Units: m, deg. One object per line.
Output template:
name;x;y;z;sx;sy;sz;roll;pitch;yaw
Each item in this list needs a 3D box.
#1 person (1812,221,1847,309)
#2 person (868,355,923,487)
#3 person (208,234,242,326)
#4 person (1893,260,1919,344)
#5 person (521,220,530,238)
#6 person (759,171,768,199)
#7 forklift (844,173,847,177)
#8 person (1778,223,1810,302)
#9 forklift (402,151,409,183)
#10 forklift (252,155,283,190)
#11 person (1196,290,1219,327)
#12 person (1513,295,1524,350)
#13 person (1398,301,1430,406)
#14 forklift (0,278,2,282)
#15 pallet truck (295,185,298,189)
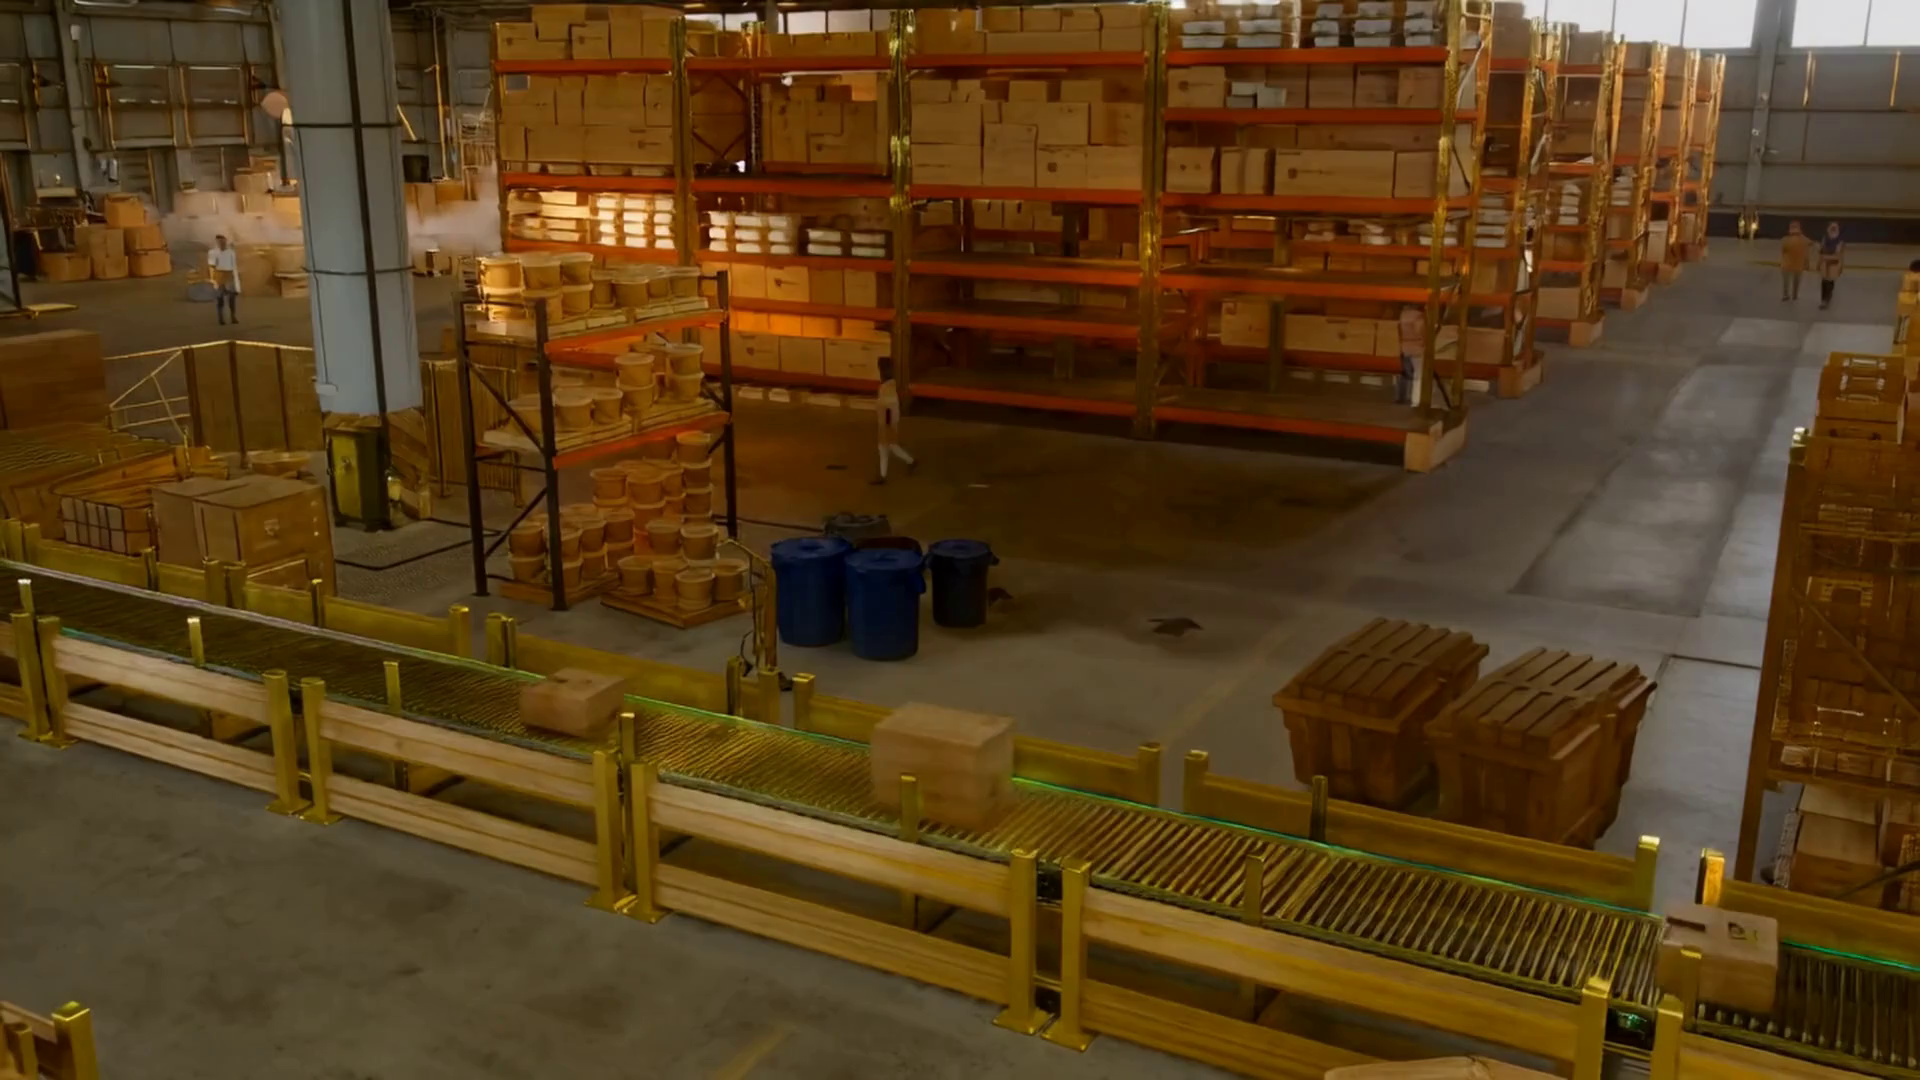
person;20.276;-6.416;38.863;0.637;2.010;0.826;11;19;37
person;-0.827;-1.499;21.029;0.631;1.685;0.540;0;15;0
person;-15.932;-5.637;36.042;0.362;1.965;0.612;13;19;39
person;19.009;-4.763;33.290;0.321;1.689;0.530;-3;15;-10
person;-10.872;-7.182;42.113;0.532;1.832;0.894;12;19;39
person;-8.068;-14.013;67.591;0.627;1.936;0.375;1;15;4
forklift;-4.200;-11.419;56.027;1.129;2.768;1.873;8;17;28
person;20.112;-6.692;40.158;0.668;1.884;0.445;9;17;31
forklift;-21.612;-13.646;64.399;1.873;2.768;1.129;1;15;2
forklift;-24.902;-12.492;60.060;1.873;2.768;1.129;13;20;40
person;5.195;-5.448;35.498;0.768;1.892;0.605;10;18;32
person;10.438;-4.302;31.754;0.848;1.583;0.494;1;15;3
person;7.159;-2.943;26.178;0.429;1.837;0.622;-9;17;-31
forklift;-26.400;-8.041;43.328;1.129;2.768;1.873;8;17;28
pallet truck;-26.804;-14.617;69.738;1.885;1.965;0.823;-14;20;-42
